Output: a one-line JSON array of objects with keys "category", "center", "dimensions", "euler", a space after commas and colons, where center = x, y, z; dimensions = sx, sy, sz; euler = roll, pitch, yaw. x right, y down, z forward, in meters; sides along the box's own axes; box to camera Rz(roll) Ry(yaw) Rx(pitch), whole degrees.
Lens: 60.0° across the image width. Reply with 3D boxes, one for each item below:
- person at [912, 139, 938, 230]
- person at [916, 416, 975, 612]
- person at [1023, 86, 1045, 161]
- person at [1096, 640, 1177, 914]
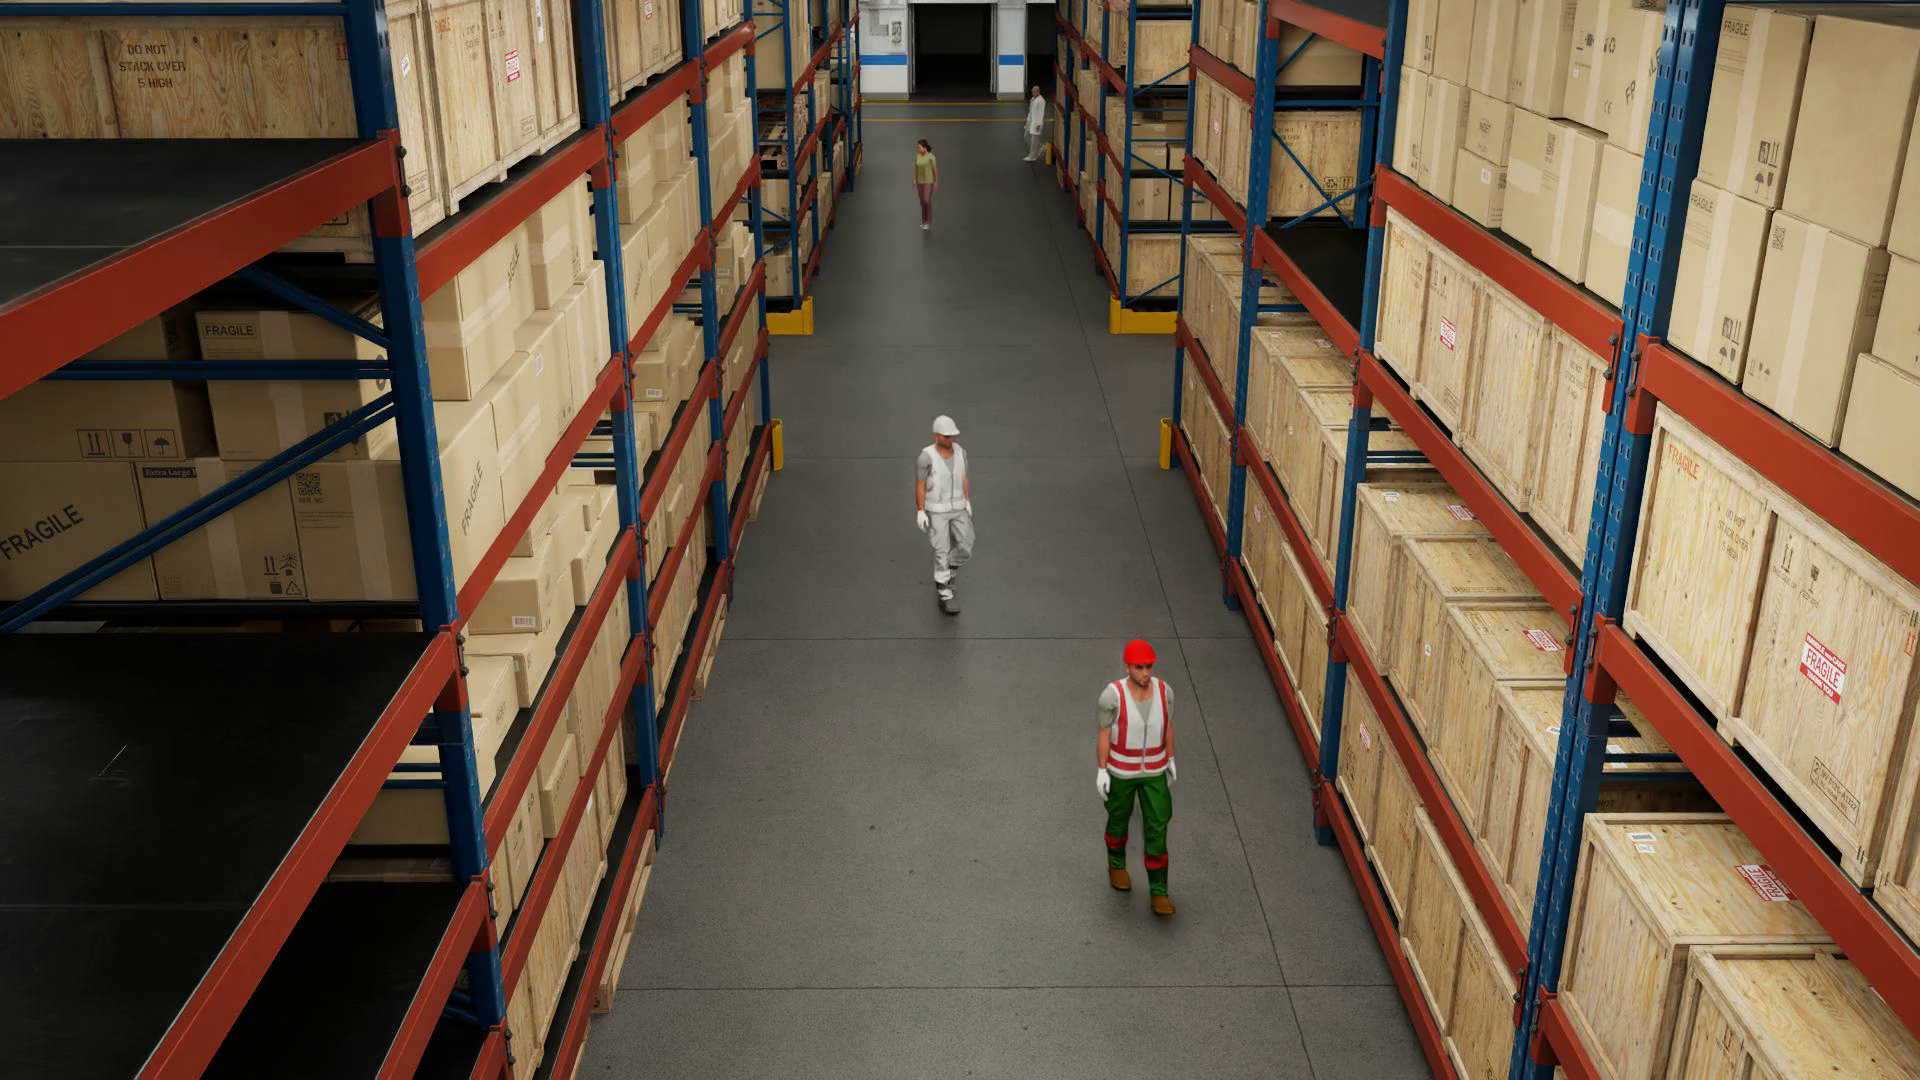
[{"category": "person", "center": [-0.716, -6.831, 31.911], "dimensions": [0.486, 1.679, 0.500], "euler": [12, 25, 29]}, {"category": "person", "center": [-0.121, -0.255, 15.112], "dimensions": [0.574, 1.786, 0.636], "euler": [-11, 24, -26]}, {"category": "person", "center": [1.816, -9.961, 39.733], "dimensions": [0.617, 1.764, 0.638], "euler": [-10, 24, -24]}, {"category": "person", "center": [1.161, 1.524, 10.596], "dimensions": [0.544, 1.777, 0.765], "euler": [-3, 22, -9]}]
